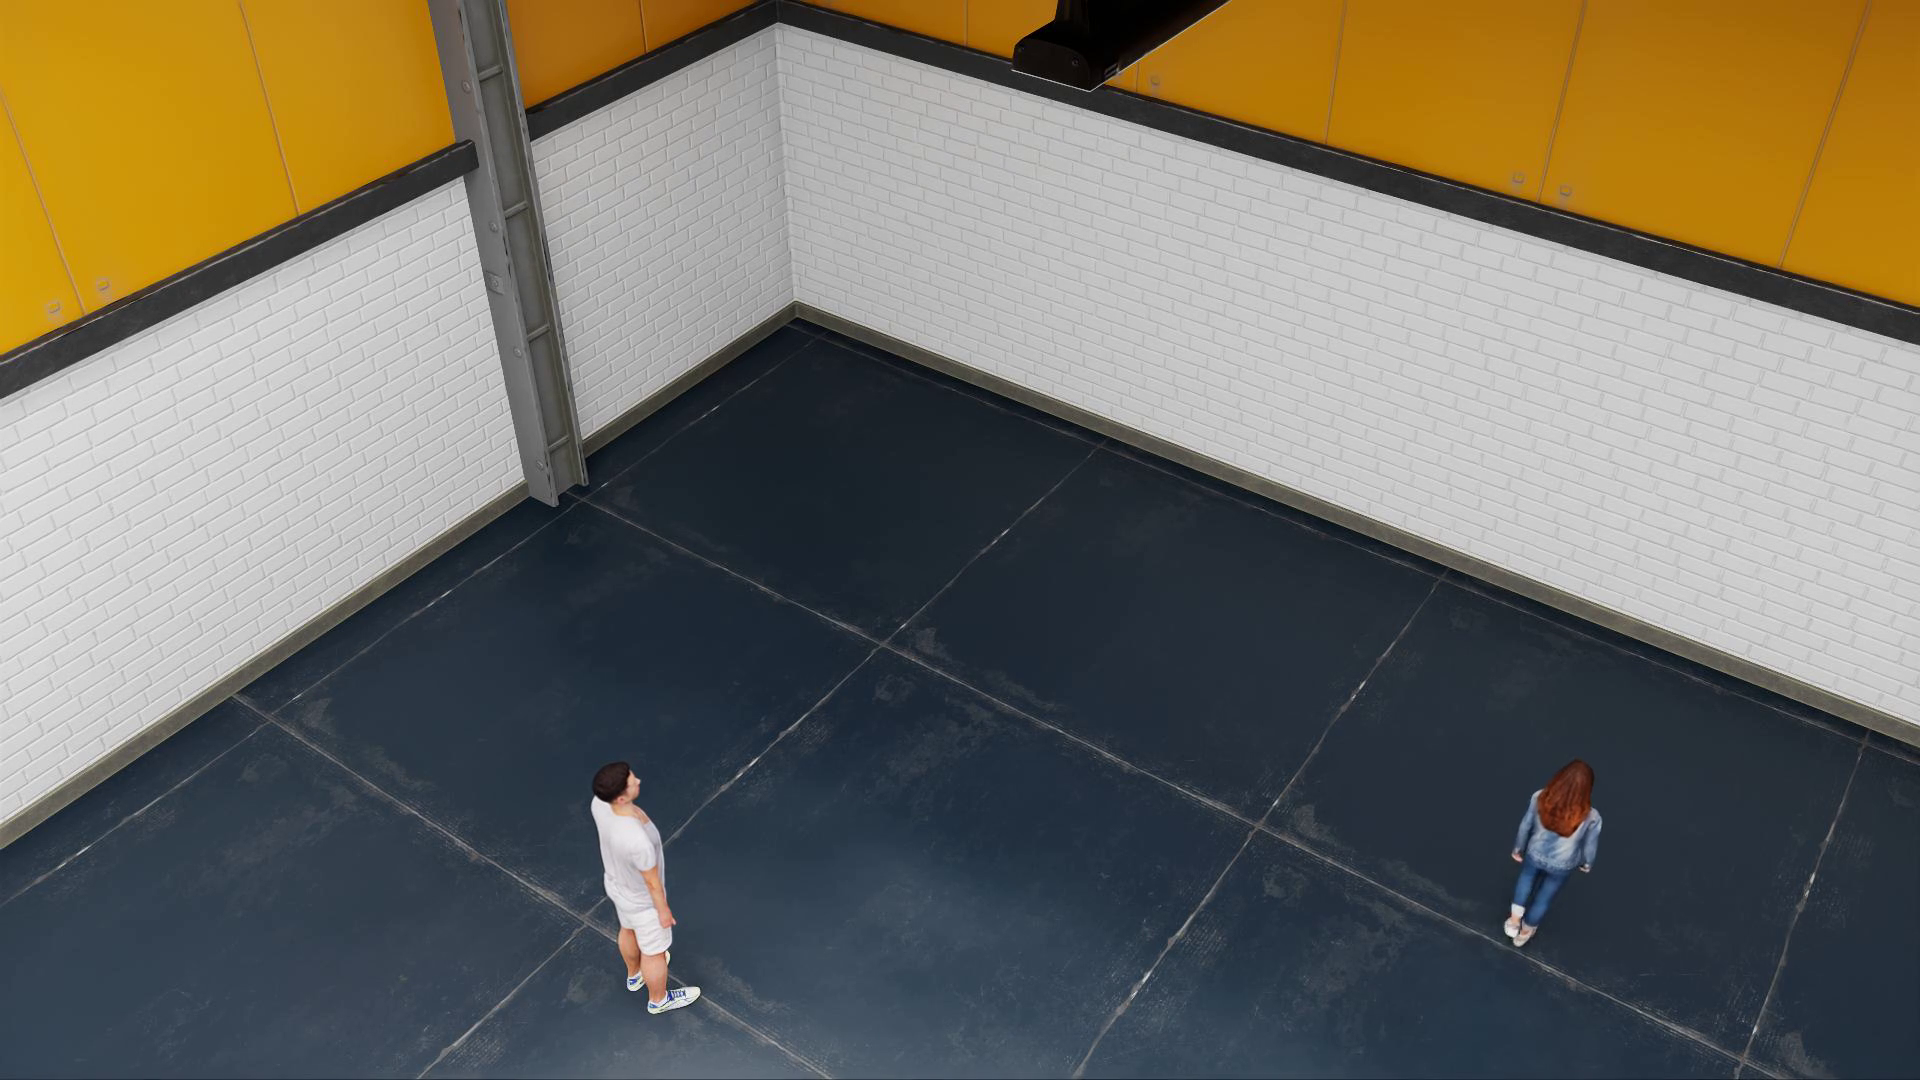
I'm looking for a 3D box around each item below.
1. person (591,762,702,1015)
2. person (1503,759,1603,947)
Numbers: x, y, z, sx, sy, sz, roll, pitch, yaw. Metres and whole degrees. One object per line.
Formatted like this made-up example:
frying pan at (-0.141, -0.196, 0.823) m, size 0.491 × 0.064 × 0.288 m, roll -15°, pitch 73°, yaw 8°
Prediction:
person at (-1.764, 1.879, 9.040) m, size 0.664 × 1.855 × 0.744 m, roll -27°, pitch 46°, yaw -30°
person at (3.319, 1.828, 9.414) m, size 0.574 × 1.467 × 0.556 m, roll 25°, pitch 45°, yaw 28°
